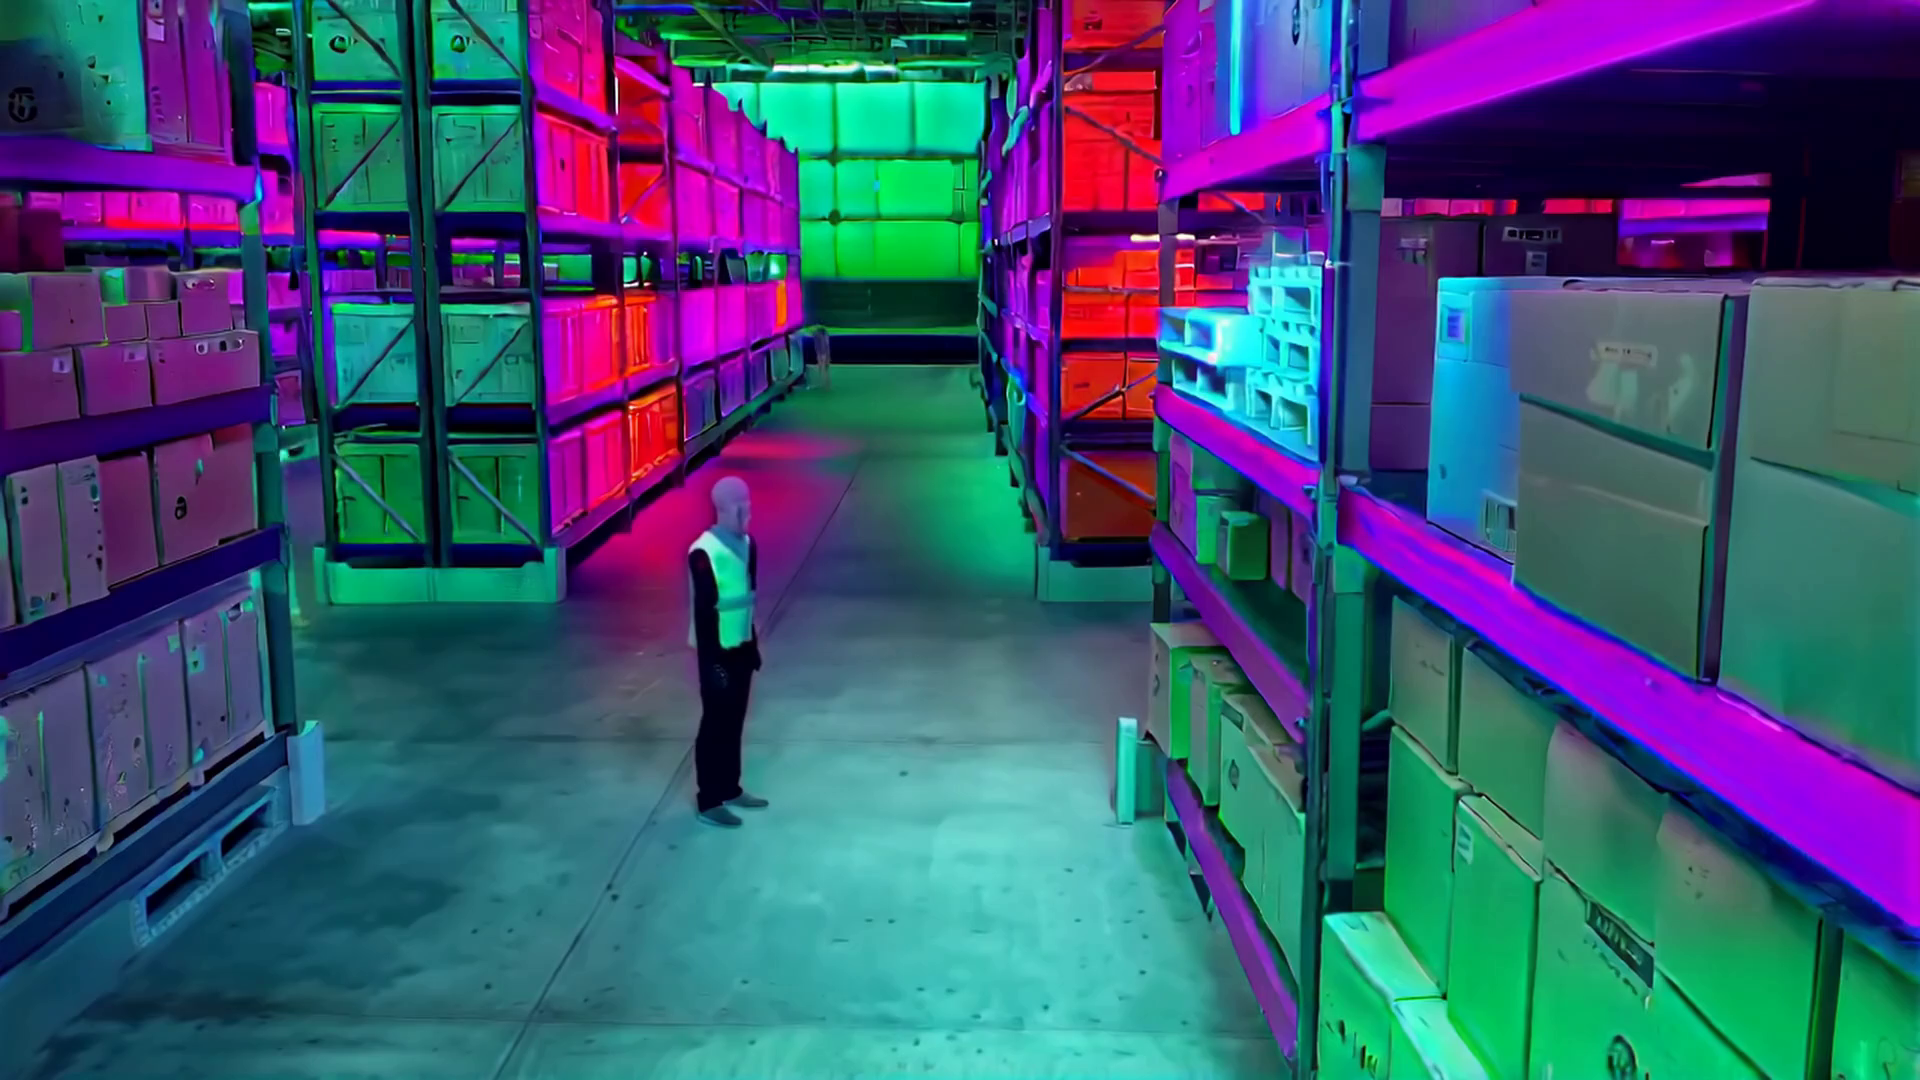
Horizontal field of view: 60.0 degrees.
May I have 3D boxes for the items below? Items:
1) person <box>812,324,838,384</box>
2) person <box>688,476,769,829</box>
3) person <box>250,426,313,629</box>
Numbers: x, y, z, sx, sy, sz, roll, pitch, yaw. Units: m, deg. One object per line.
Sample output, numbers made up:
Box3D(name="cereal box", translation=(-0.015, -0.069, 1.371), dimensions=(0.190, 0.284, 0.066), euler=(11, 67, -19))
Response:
Box3D(name="person", translation=(-3.576, -4.899, 43.834), dimensions=(0.562, 1.604, 0.568), euler=(-9, 13, -44))
Box3D(name="person", translation=(-1.290, 0.598, 9.135), dimensions=(0.372, 1.916, 0.597), euler=(3, 10, 19))
Box3D(name="person", translation=(-5.976, -0.144, 14.094), dimensions=(0.961, 1.797, 0.655), euler=(5, 10, 27))
